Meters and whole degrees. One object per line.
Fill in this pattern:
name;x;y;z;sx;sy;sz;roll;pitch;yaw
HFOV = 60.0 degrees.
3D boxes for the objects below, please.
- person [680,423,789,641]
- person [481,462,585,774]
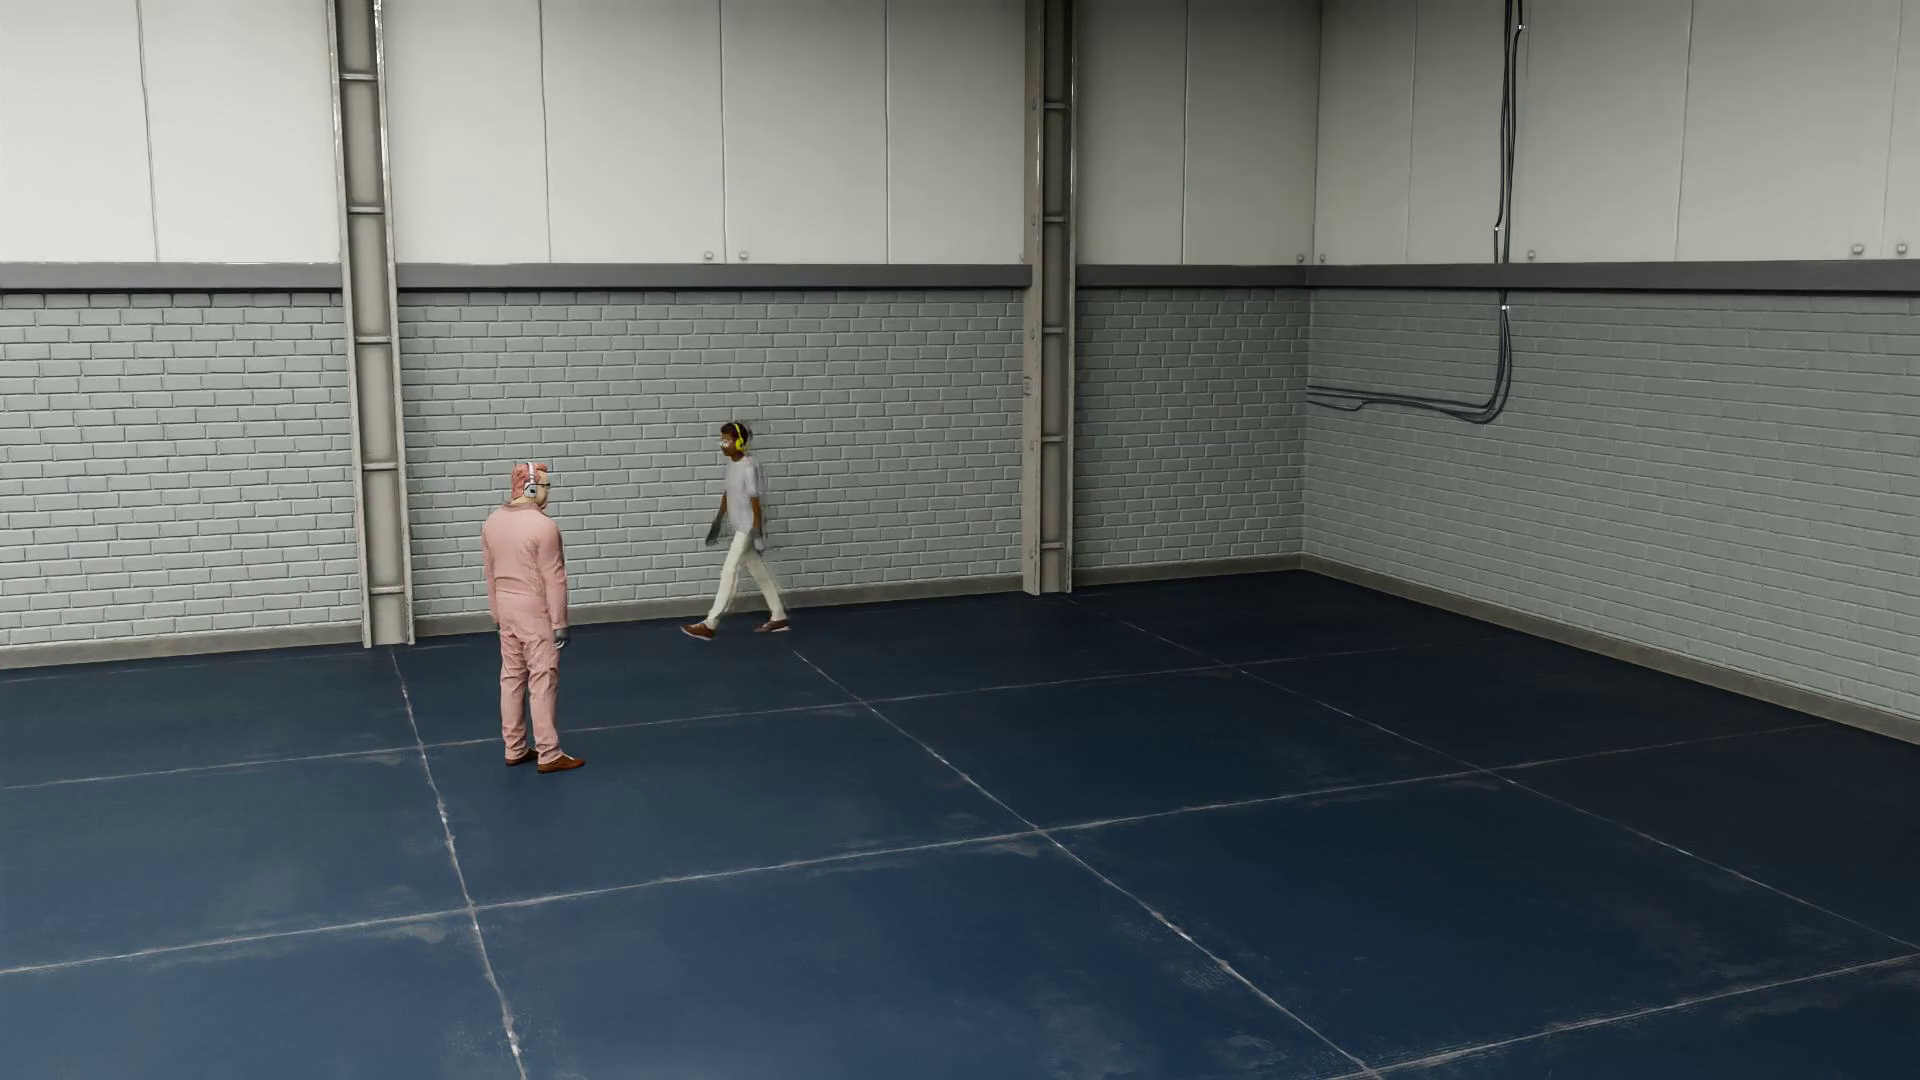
person;-1.876;-0.074;13.911;0.993;1.812;0.537;-4;10;-22
person;-2.613;0.471;10.196;0.638;1.904;0.402;7;11;36
